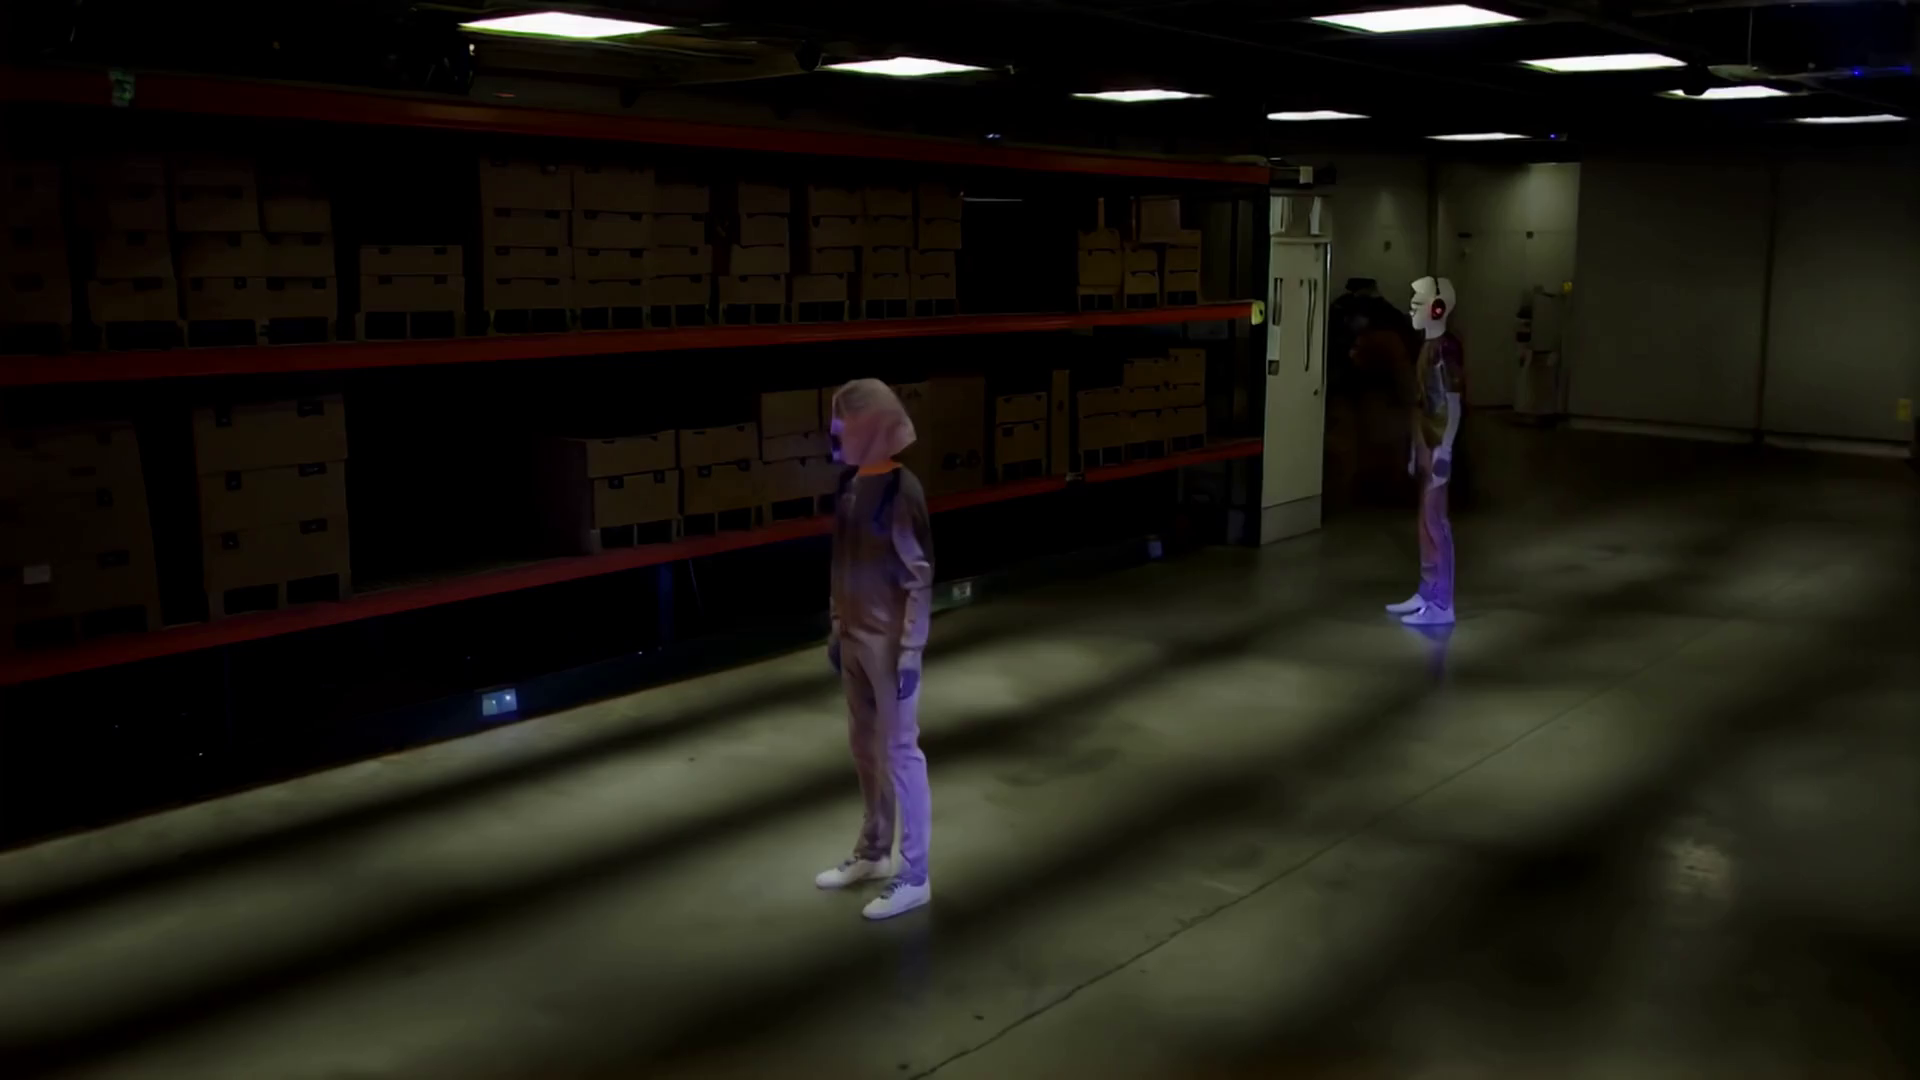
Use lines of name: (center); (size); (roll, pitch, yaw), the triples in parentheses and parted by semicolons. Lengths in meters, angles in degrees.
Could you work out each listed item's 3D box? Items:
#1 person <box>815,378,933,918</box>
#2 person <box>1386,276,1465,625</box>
person: (-0.261, 0.325, 5.061); (0.273, 1.631, 0.507); (-6, 12, -31)
person: (2.529, -0.470, 8.951); (0.310, 1.859, 0.532); (0, 10, 1)
